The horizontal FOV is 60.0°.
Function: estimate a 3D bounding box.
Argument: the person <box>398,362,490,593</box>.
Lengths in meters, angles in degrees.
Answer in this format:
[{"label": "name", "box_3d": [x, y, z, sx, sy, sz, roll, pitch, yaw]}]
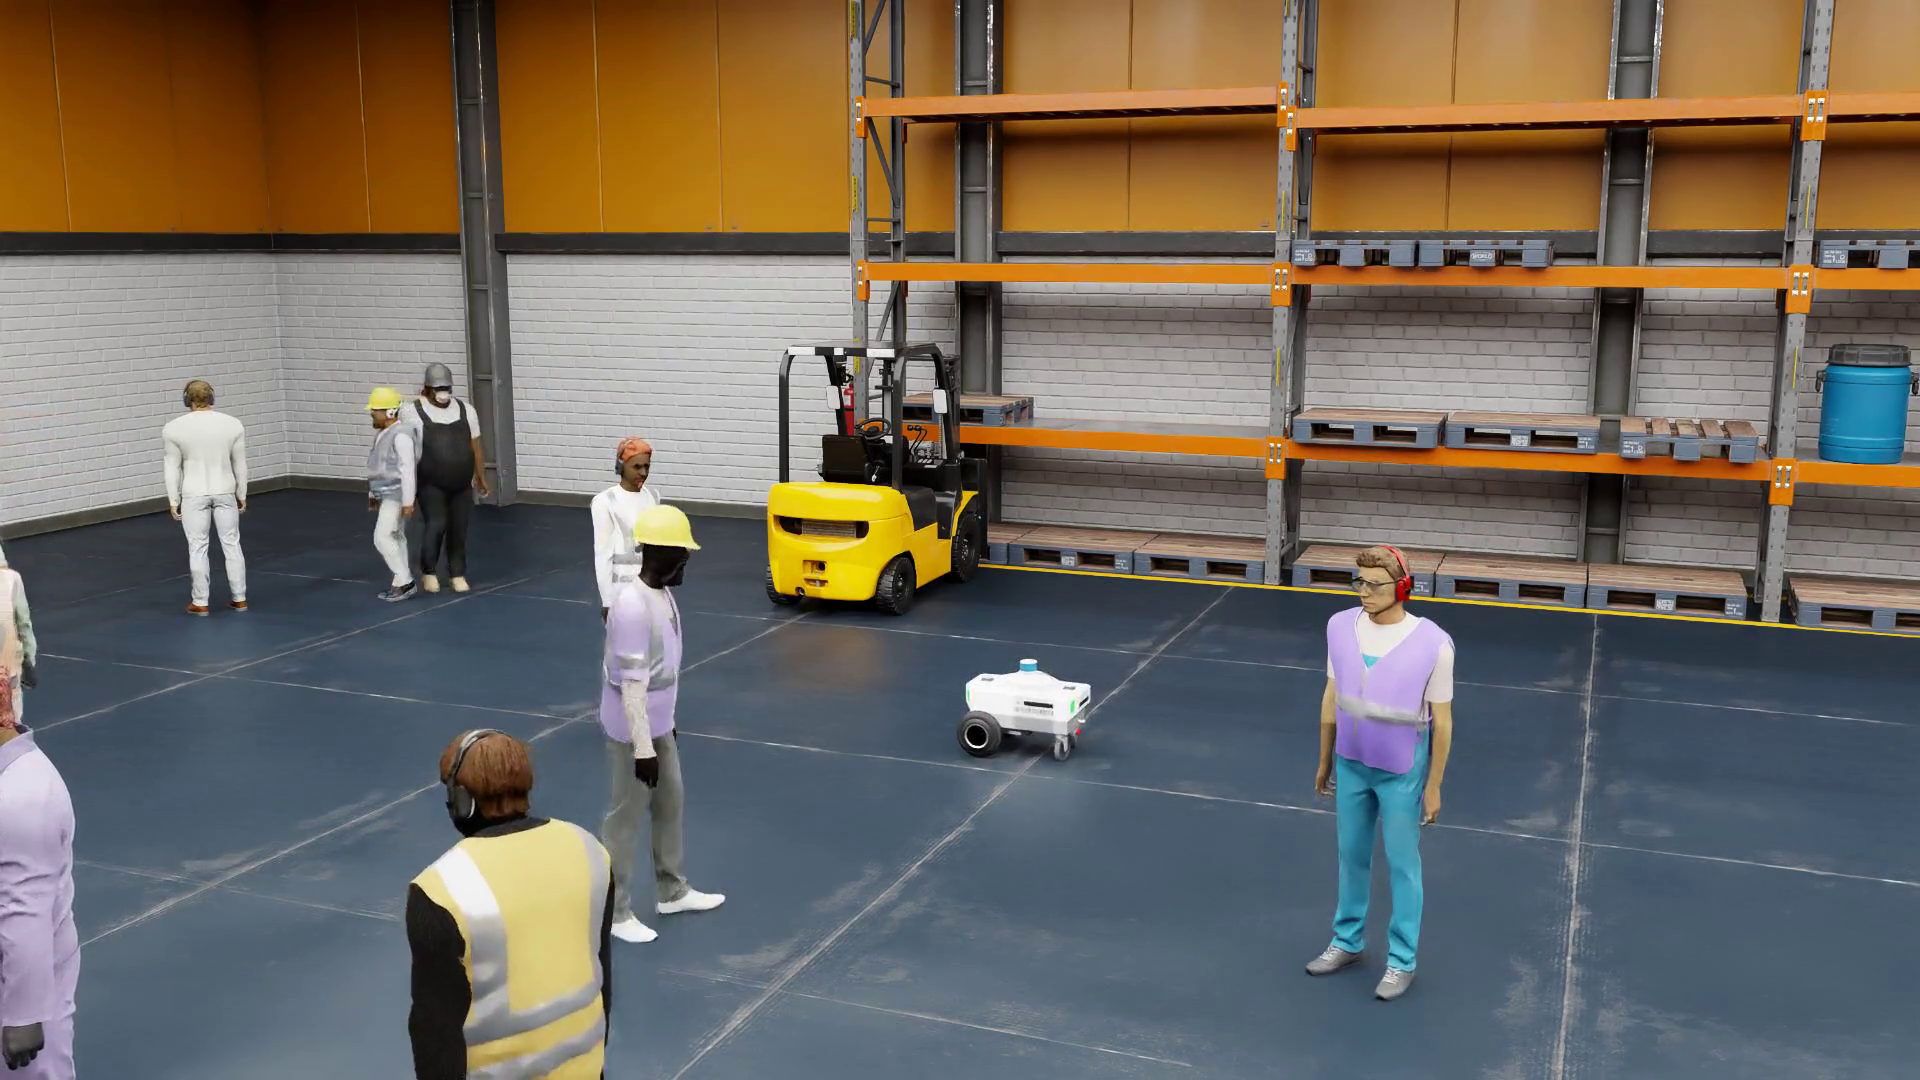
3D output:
[{"label": "person", "box_3d": [-4.442, -0.543, 14.342, 0.702, 2.000, 0.541, -9, 13, -40]}]

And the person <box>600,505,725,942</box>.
[{"label": "person", "box_3d": [-1.335, 0.801, 7.282, 0.590, 1.899, 0.598, 1, 10, 5]}]

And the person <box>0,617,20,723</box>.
[{"label": "person", "box_3d": [-4.005, 0.916, 6.562, 0.388, 1.919, 0.586, 5, 11, 26]}]

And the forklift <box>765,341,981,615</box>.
[{"label": "forklift", "box_3d": [-0.739, -0.602, 14.246, 1.214, 2.155, 2.313, 4, 11, 21]}]

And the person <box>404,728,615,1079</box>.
[{"label": "person", "box_3d": [-1.117, 1.387, 4.233, 0.492, 1.813, 0.644, 8, 13, 36]}]

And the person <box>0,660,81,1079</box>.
[{"label": "person", "box_3d": [-2.742, 1.251, 4.765, 0.403, 1.900, 0.647, -8, 13, -39]}]

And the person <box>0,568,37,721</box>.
[{"label": "person", "box_3d": [-5.079, 0.700, 8.640, 0.799, 1.611, 0.523, 5, 11, 24]}]

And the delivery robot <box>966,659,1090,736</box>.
[{"label": "delivery robot", "box_3d": [0.408, 0.954, 9.886, 0.707, 0.478, 0.477, 4, 11, 22]}]

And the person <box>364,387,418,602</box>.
[{"label": "person", "box_3d": [-4.833, -0.385, 14.082, 0.460, 1.816, 0.609, -6, 12, -30]}]

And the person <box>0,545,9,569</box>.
[{"label": "person", "box_3d": [-9.045, -0.519, 14.895, 0.830, 1.805, 0.628, -3, 10, -14]}]

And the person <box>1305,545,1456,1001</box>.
[{"label": "person", "box_3d": [1.712, 0.922, 6.735, 0.372, 1.840, 0.571, -10, 14, -43]}]

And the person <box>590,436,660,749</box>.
[{"label": "person", "box_3d": [-1.959, 0.320, 9.968, 0.353, 1.886, 0.572, 5, 11, 26]}]

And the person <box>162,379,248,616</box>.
[{"label": "person", "box_3d": [-6.142, -0.348, 13.588, 0.630, 1.932, 0.384, -7, 13, -35]}]
